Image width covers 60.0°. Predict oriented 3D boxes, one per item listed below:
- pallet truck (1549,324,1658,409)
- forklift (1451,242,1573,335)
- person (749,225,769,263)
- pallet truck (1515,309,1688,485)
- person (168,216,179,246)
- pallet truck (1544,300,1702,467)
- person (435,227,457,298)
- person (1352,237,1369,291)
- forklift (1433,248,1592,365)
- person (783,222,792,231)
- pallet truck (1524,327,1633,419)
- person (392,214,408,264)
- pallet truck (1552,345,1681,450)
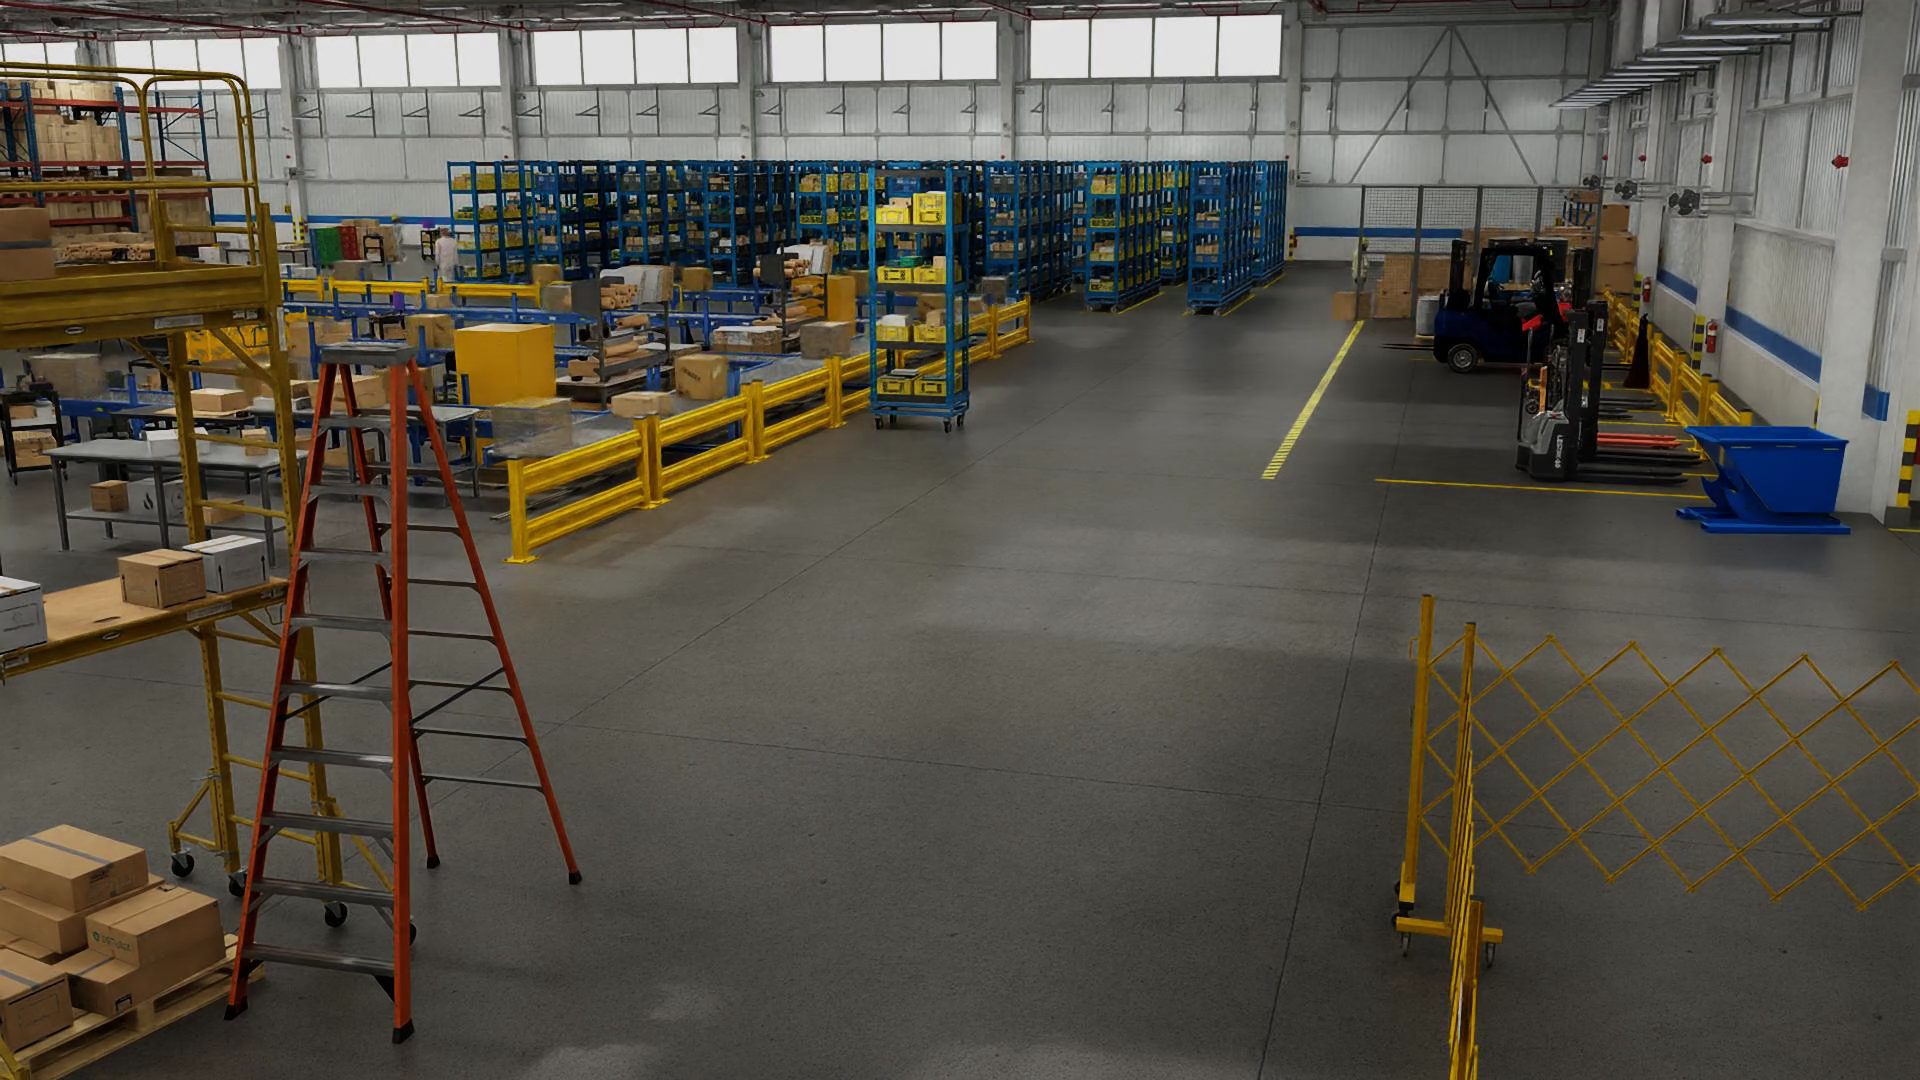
[{"bbox_3d":[9.824,-2.669,25.407,1.601,1.201,0.680,4,14,16],"label":"pallet truck"},{"bbox_3d":[10.464,-4.597,31.405,2.680,1.987,1.157,4,14,16],"label":"forklift"},{"bbox_3d":[-6.038,-8.697,49.929,0.619,1.936,1.034,0,13,-2],"label":"person"},{"bbox_3d":[7.554,-1.677,19.446,1.885,1.965,0.823,3,13,14],"label":"pallet truck"},{"bbox_3d":[-24.478,-9.061,51.442,0.604,1.949,0.389,-5,14,-22],"label":"person"},{"bbox_3d":[8.263,-1.952,20.631,1.885,1.965,0.823,5,14,20],"label":"pallet truck"},{"bbox_3d":[-13.749,-7.425,44.504,0.443,1.890,0.664,11,17,38],"label":"person"},{"bbox_3d":[9.737,-6.447,40.442,0.404,1.824,0.586,8,15,32],"label":"person"},{"bbox_3d":[9.780,-4.111,29.280,2.680,1.987,1.157,3,13,14],"label":"forklift"},{"bbox_3d":[-5.233,-8.666,49.953,0.565,1.850,0.390,-3,13,-14],"label":"person"},{"bbox_3d":[9.065,-2.460,24.370,1.522,1.261,0.704,3,13,14],"label":"pallet truck"},{"bbox_3d":[-19.727,-10.584,58.515,0.469,1.727,0.488,-13,18,-43],"label":"person"},{"bbox_3d":[8.641,-1.896,21.908,1.630,1.274,0.653,4,14,16],"label":"pallet truck"}]
